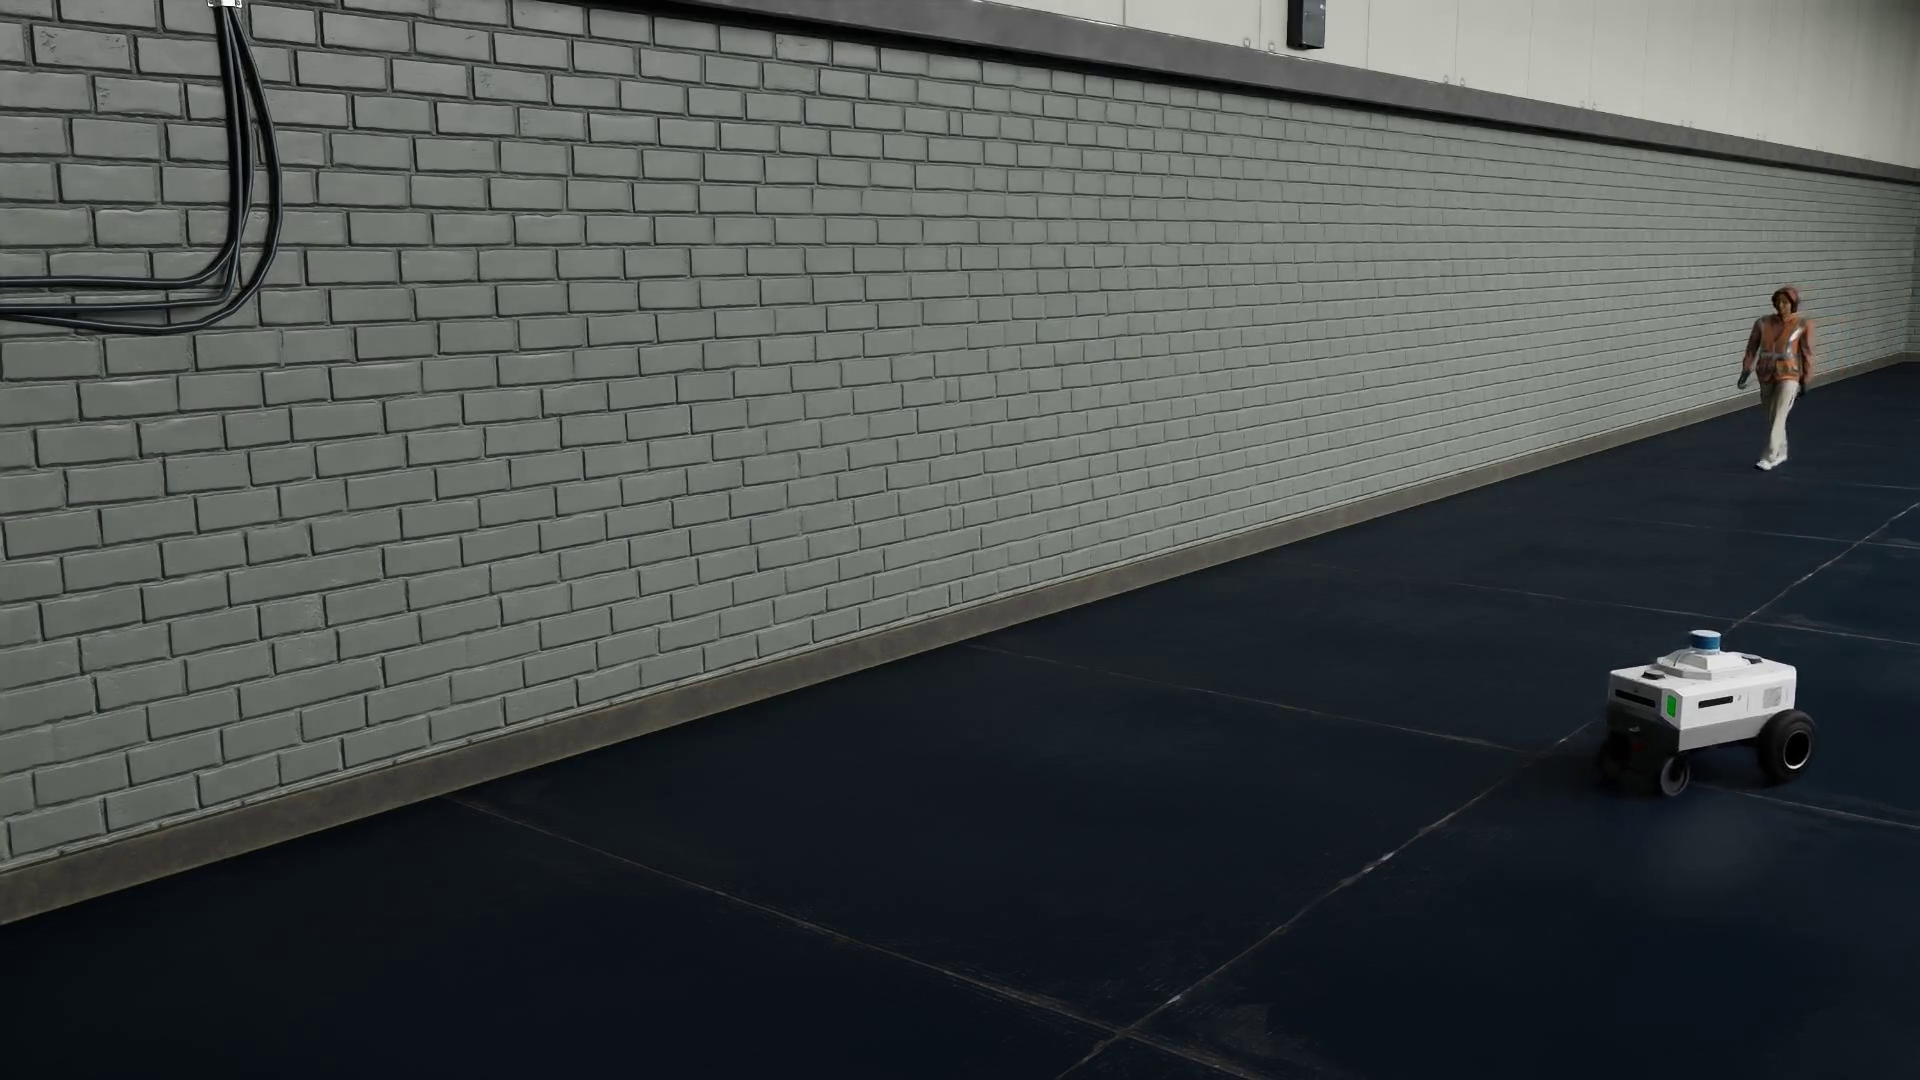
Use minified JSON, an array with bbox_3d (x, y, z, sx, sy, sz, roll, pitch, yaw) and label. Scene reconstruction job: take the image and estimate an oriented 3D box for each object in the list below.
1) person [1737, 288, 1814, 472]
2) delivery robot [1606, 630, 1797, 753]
[{"bbox_3d":[7.150,-1.406,14.555,0.878,1.591,0.526,-8,13,-37],"label":"person"},{"bbox_3d":[2.788,0.583,6.259,0.707,0.478,0.477,-5,11,-26],"label":"delivery robot"}]
